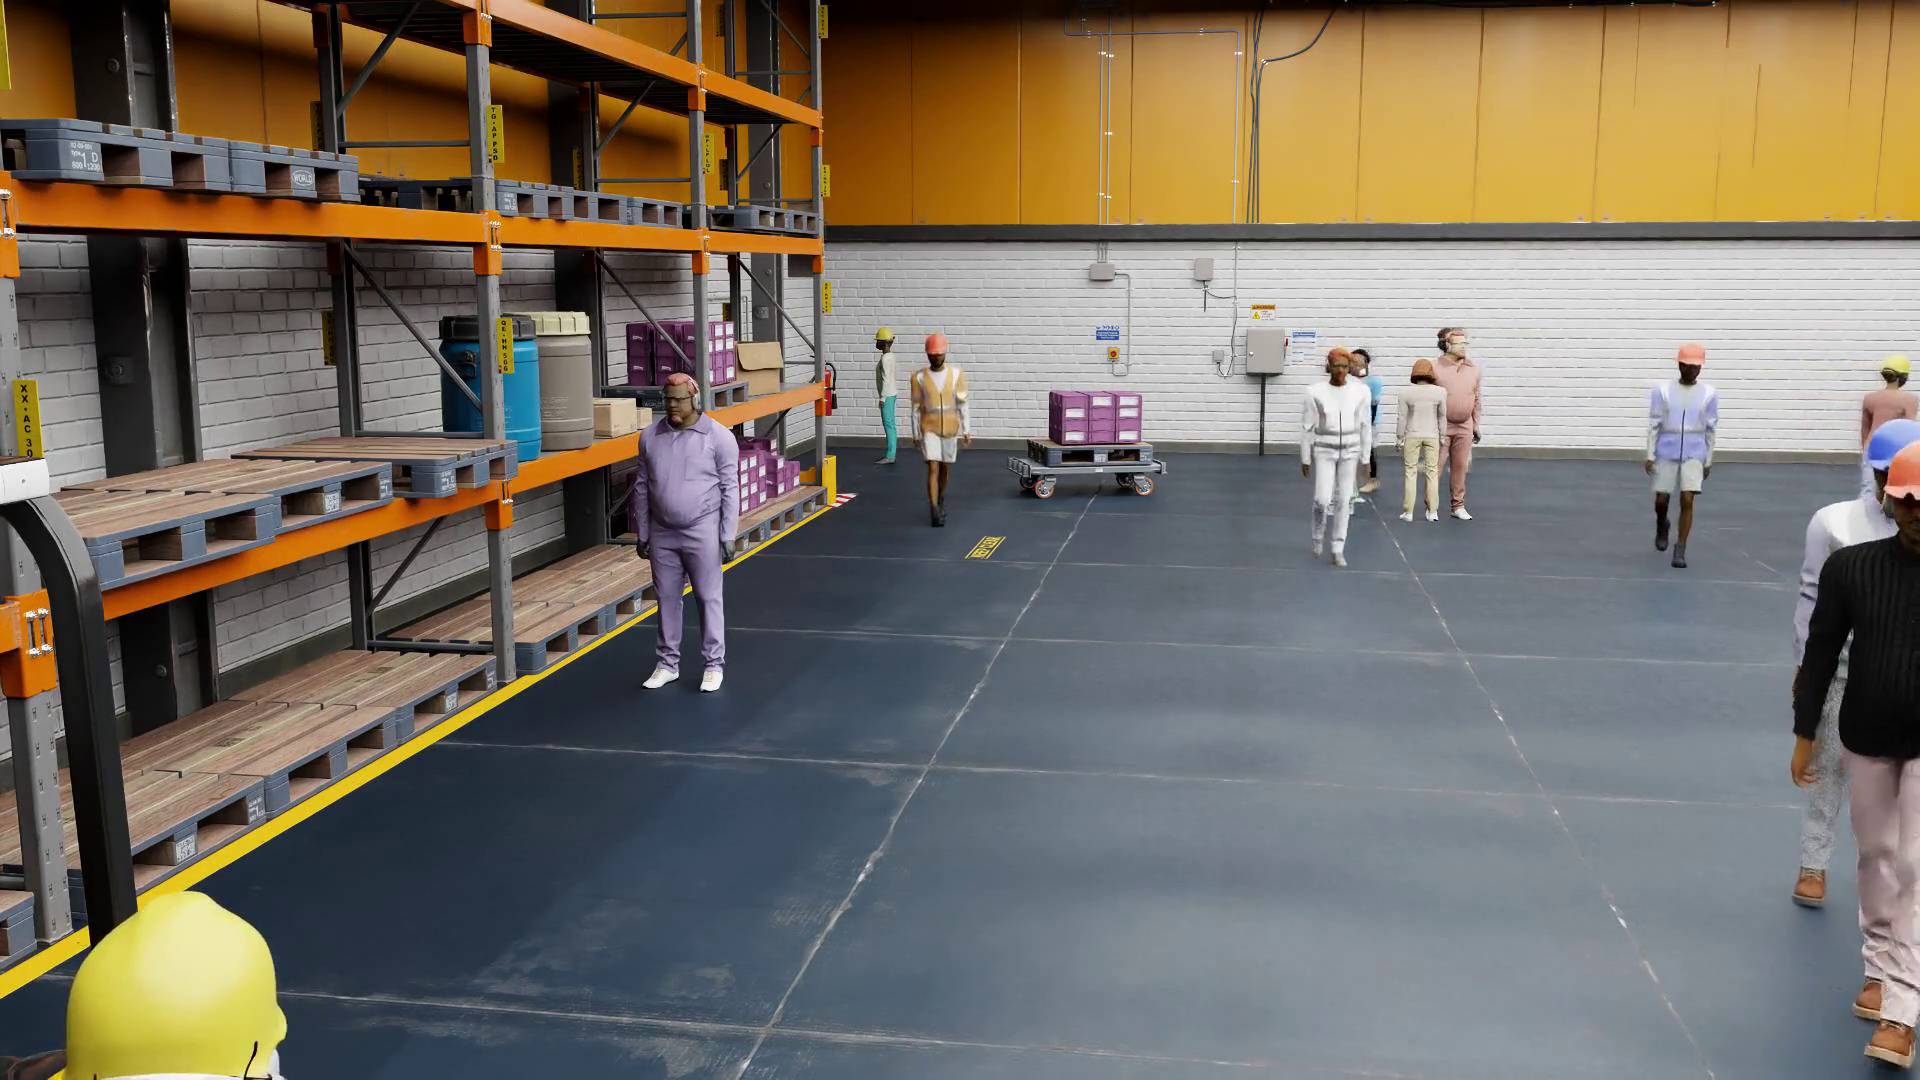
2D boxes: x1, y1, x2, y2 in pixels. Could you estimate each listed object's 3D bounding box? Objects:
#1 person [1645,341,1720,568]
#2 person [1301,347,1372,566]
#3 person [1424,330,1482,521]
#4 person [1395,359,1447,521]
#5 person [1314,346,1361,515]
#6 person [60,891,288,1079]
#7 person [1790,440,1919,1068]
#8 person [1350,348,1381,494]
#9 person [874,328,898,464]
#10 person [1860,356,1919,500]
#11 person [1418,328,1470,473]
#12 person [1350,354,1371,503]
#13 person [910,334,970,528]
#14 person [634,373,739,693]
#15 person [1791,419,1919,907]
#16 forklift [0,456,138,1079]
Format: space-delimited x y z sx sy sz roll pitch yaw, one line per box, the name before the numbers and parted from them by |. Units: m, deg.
person | 6.154 -0.744 14.196 0.551 1.920 0.643 3 10 20
person | 3.199 -0.702 14.129 0.577 1.871 0.418 0 9 1
person | 4.939 -1.144 16.703 0.641 1.913 0.407 -1 9 -9
person | 4.615 -0.997 16.651 0.498 1.633 0.279 1 9 6
person | 3.870 -1.123 17.096 0.493 1.740 0.325 -2 9 -14
person | -0.840 1.296 1.898 0.599 1.830 0.403 -4 10 -23
person | 2.981 0.671 5.325 0.652 1.965 0.864 9 13 43
person | 4.435 -1.304 18.476 0.537 1.654 0.818 8 12 40
person | -0.969 -1.861 21.573 0.308 1.769 0.524 1 9 4
person | 8.427 -0.788 15.007 0.787 1.733 0.553 -5 11 -30
person | 5.930 -1.699 20.468 0.932 1.796 0.652 -2 9 -9
person | 4.235 -1.230 18.144 0.505 1.617 0.574 -6 11 -34
person | -0.217 -1.111 16.588 0.559 1.896 0.989 -2 9 -11
person | -1.644 -0.039 9.909 0.653 1.904 0.405 2 9 14
person | 3.569 0.497 6.469 0.614 1.945 0.404 4 10 21
forklift | -2.328 0.975 2.765 2.313 2.155 1.214 1 9 9
